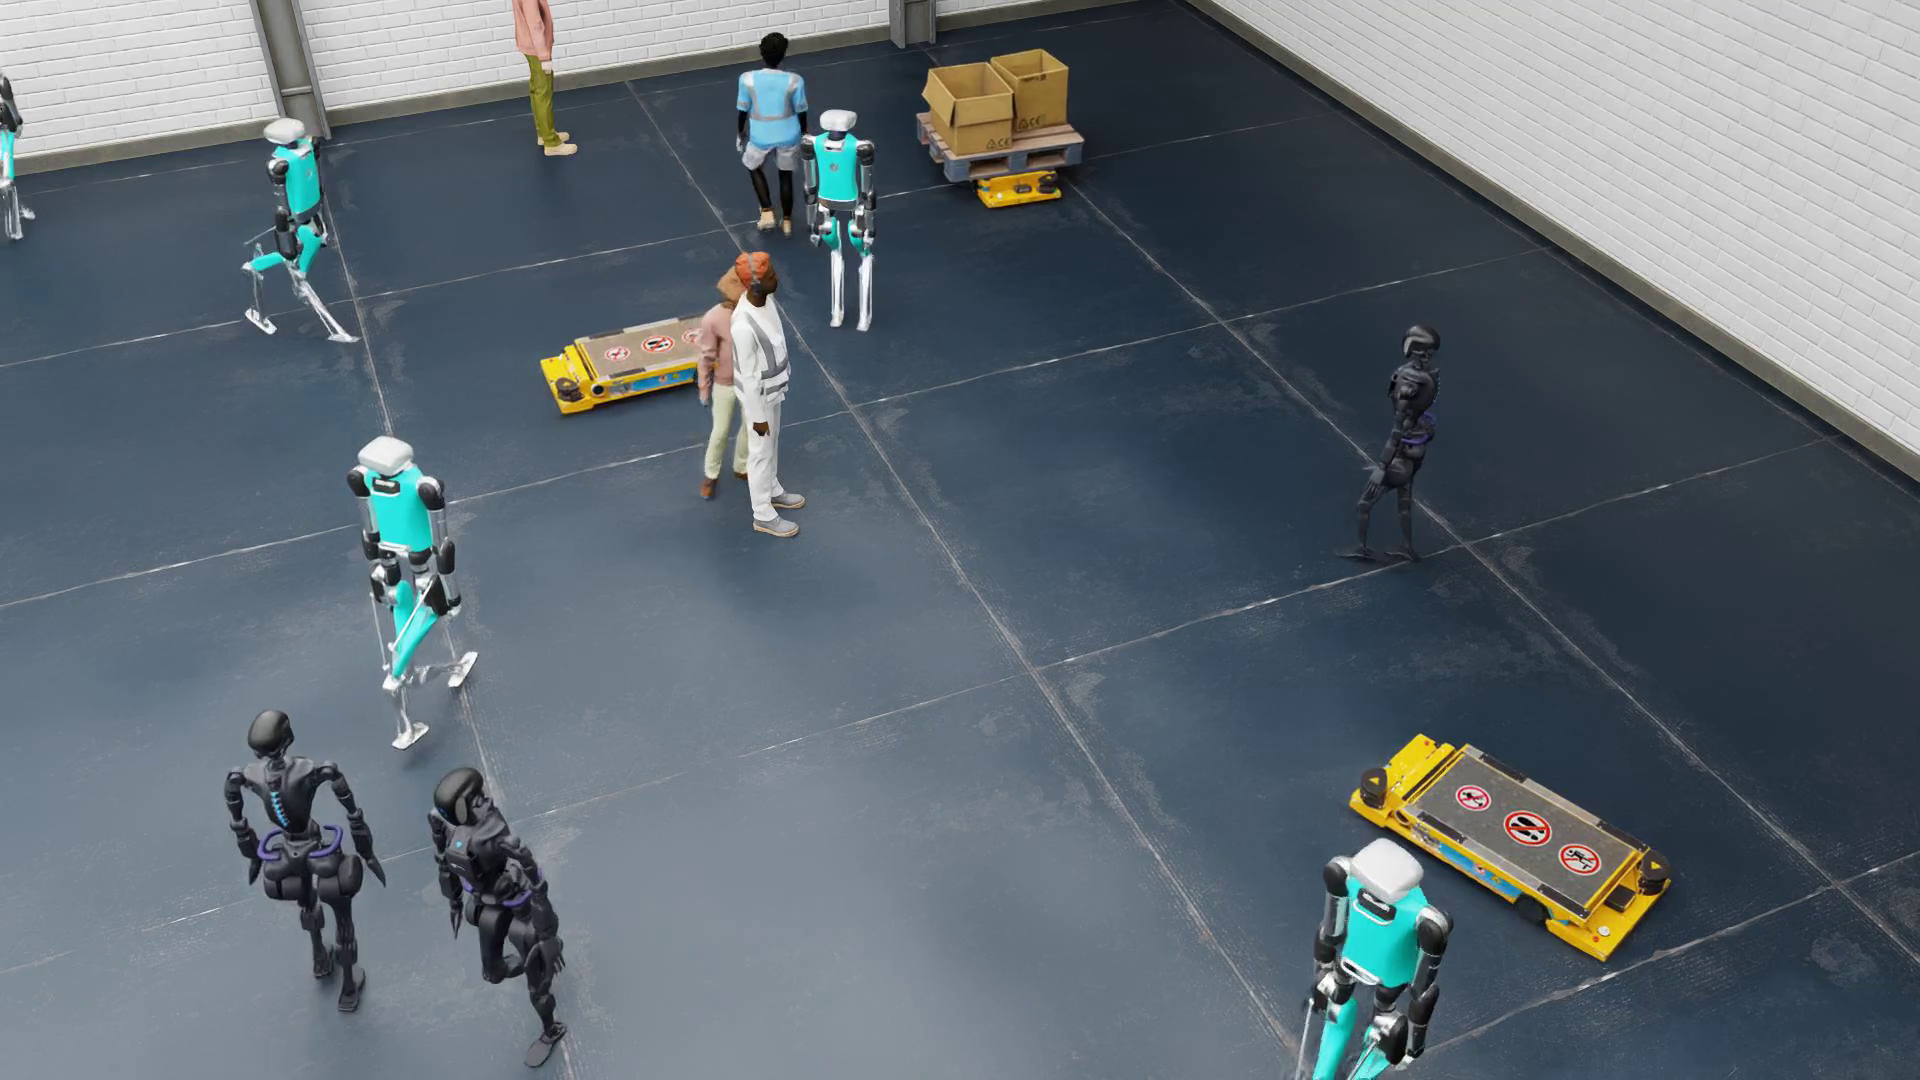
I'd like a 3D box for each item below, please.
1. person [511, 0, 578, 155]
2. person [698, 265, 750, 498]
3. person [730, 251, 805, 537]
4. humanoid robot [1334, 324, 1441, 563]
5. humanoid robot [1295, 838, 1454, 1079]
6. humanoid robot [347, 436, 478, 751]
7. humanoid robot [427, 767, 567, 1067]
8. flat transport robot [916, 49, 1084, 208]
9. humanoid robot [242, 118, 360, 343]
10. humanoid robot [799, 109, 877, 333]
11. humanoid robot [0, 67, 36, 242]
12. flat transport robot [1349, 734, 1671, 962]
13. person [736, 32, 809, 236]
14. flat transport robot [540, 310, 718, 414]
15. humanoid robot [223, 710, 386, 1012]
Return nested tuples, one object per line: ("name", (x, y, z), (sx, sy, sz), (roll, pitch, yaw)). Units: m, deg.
("person", (-3.697, -4.290, 14.572), (0.377, 1.837, 0.517), (-14, 40, -17))
("person", (-1.415, -0.995, 10.471), (0.617, 1.605, 0.300), (-23, 43, -27))
("person", (-1.182, -0.891, 10.108), (0.356, 1.884, 0.573), (3, 38, 4))
("humanoid robot", (2.597, -0.555, 9.843), (0.500, 1.642, 0.591), (18, 41, 22))
("humanoid robot", (1.417, 2.017, 6.518), (0.809, 1.844, 0.561), (-29, 46, -33))
("humanoid robot", (-2.932, 0.366, 8.625), (0.543, 1.749, 1.036), (11, 39, 14))
("humanoid robot", (-1.891, 1.537, 7.121), (0.604, 1.648, 0.510), (16, 40, 20))
("flat transport robot", (0.324, -3.326, 14.602), (0.659, 0.231, 1.431), (-11, 39, -14))
("humanoid robot", (-4.975, -2.215, 11.986), (0.993, 1.767, 0.530), (9, 38, 11))
("humanoid robot", (-0.821, -2.382, 12.108), (0.532, 1.722, 0.692), (6, 38, 8))
("humanoid robot", (-7.838, -3.209, 13.321), (0.556, 1.841, 0.814), (-9, 38, -12))
("flat transport robot", (2.747, 1.482, 8.344), (1.431, 0.231, 0.659), (31, 47, 34))
("person", (-1.497, -3.231, 13.313), (0.592, 1.674, 0.370), (-8, 38, -10))
("flat transport robot", (-2.236, -1.292, 11.956), (1.431, 0.231, 0.659), (-15, 40, -19))
("humanoid robot", (-2.856, 1.398, 7.296), (0.598, 1.647, 0.400), (-3, 38, -4))
